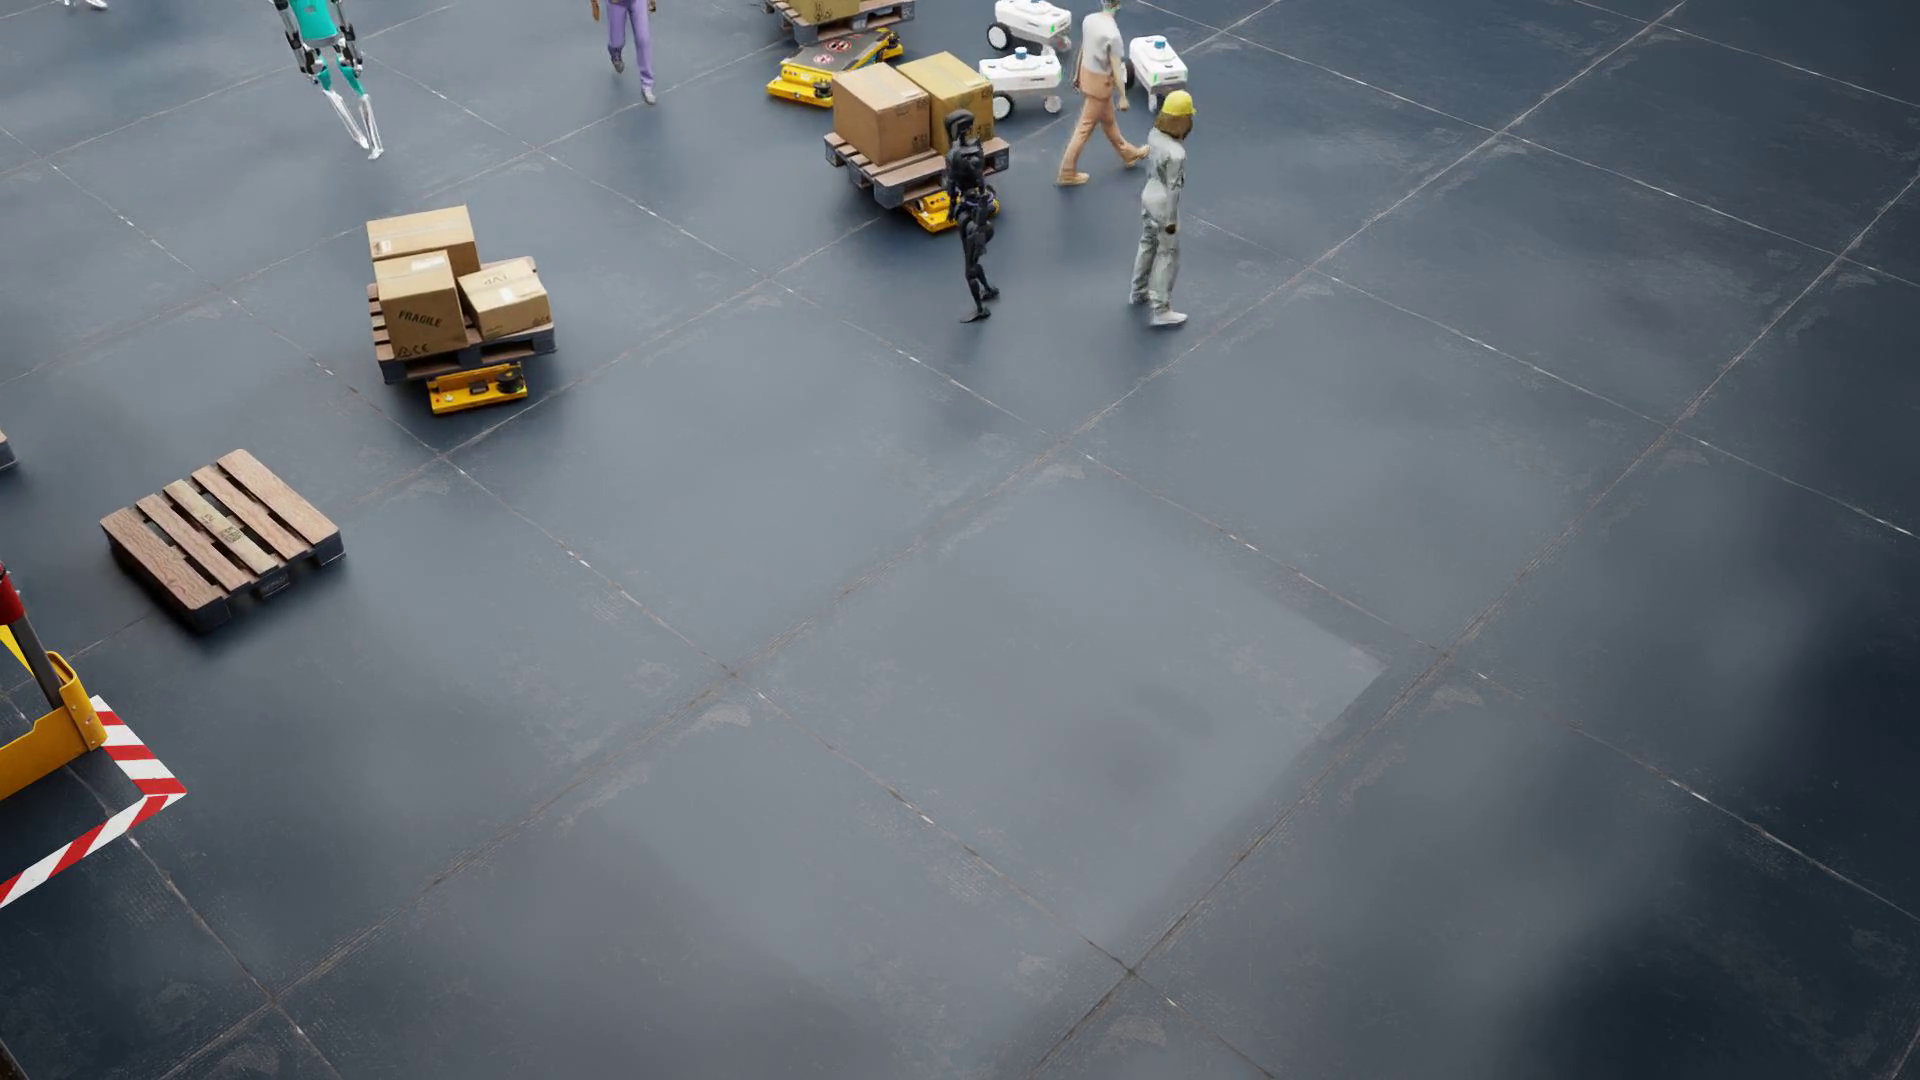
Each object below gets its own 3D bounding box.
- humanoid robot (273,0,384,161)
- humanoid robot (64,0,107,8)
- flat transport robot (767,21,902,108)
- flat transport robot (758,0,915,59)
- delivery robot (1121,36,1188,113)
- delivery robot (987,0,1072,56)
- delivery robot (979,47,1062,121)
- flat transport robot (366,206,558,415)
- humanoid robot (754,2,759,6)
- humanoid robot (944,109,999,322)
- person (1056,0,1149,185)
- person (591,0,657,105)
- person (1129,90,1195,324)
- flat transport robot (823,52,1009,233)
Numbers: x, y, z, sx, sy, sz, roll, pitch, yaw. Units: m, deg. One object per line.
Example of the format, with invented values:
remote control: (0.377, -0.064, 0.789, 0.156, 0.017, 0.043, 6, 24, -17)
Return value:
humanoid robot: (-5.293, -4.090, 13.976, 0.565, 1.769, 0.746, -8, 43, -8)
humanoid robot: (-8.684, -5.910, 16.078, 0.769, 1.891, 0.547, 25, 48, 25)
flat transport robot: (-1.160, -4.467, 15.491, 0.659, 0.231, 1.431, 18, 45, 19)
flat transport robot: (-1.179, -4.965, 16.045, 0.659, 0.231, 1.431, -21, 46, -22)
delivery robot: (1.785, -4.264, 15.039, 0.499, 0.577, 0.769, -10, 43, -11)
delivery robot: (0.685, -4.905, 15.740, 0.738, 0.563, 0.499, 27, 48, 26)
delivery robot: (0.521, -4.103, 14.879, 0.801, 0.602, 0.499, -6, 42, -7)
flat transport robot: (-3.595, -1.444, 12.131, 0.659, 0.231, 1.431, -13, 44, -14)
humanoid robot: (-1.855, -5.942, 16.103, 0.419, 1.646, 0.615, 5, 42, 5)
humanoid robot: (0.120, -2.383, 12.141, 0.456, 1.644, 0.608, -17, 45, -18)
person: (1.207, -3.740, 13.620, 0.928, 1.684, 0.561, -13, 44, -14)
person: (-2.991, -4.826, 14.731, 0.582, 1.817, 0.669, -15, 44, -16)
person: (1.503, -2.437, 12.155, 0.408, 1.713, 0.596, -13, 43, -14)
flat transport robot: (-0.355, -3.043, 13.908, 0.659, 0.231, 1.431, -24, 47, -24)
